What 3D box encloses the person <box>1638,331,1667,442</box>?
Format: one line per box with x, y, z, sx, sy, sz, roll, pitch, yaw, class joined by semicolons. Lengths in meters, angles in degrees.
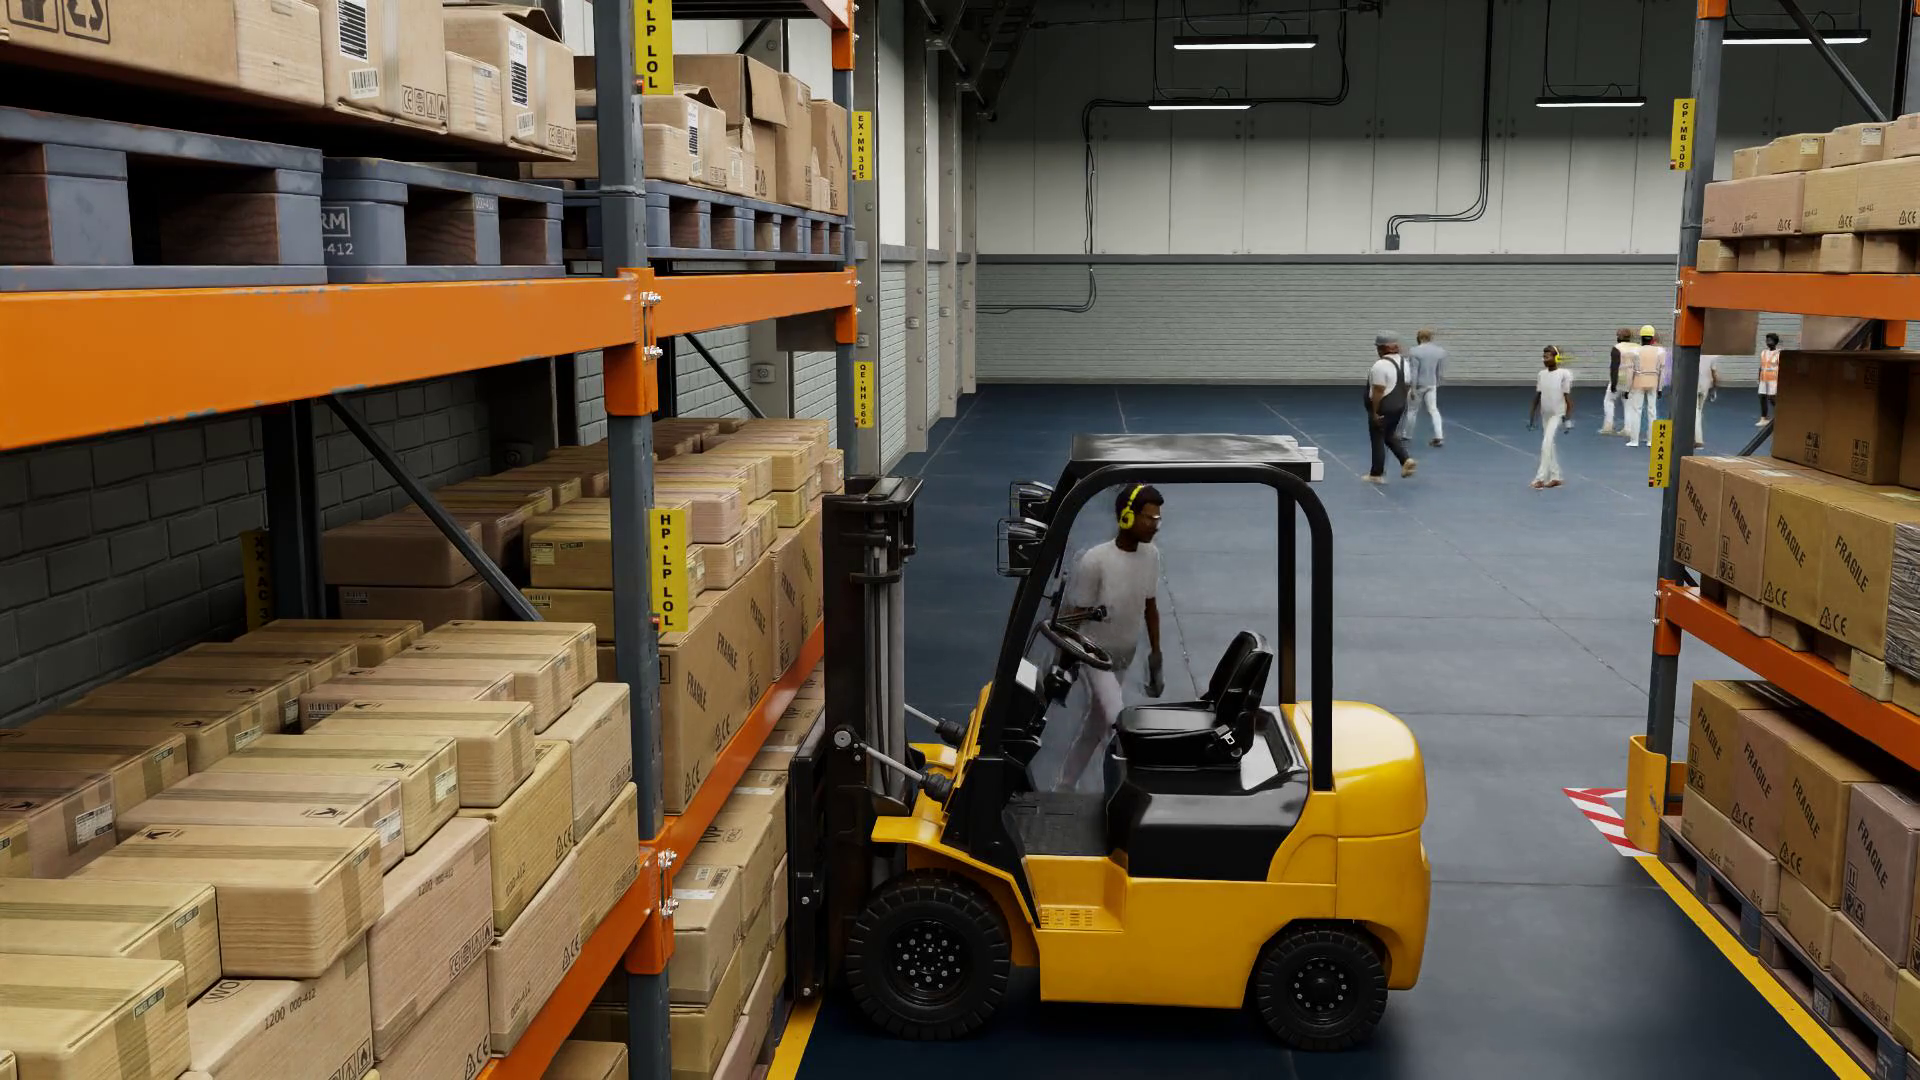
11.160;-2.476;26.905;0.483;1.822;0.596;8;12;41;person

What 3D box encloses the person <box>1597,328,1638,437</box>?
11.092;-2.658;28.014;0.657;1.817;0.740;-4;10;-25;person

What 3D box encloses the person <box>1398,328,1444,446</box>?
7.412;-2.438;26.514;0.649;1.887;1.032;-4;10;-21;person

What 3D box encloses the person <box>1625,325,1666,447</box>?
10.789;-2.417;26.230;0.585;1.928;0.368;1;9;5;person

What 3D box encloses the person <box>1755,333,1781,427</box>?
14.414;-2.841;29.532;0.431;1.679;0.543;-4;10;-22;person

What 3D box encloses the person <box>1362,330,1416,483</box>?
5.611;-1.755;21.878;0.691;2.000;0.640;-8;12;-40;person

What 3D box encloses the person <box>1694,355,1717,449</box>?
11.600;-2.363;26.212;0.489;1.824;0.829;0;9;2;person

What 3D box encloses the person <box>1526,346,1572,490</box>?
7.476;-1.554;21.278;0.838;1.837;0.552;-5;10;-26;person

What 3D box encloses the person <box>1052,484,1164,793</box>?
0.743;0.622;8.181;0.561;1.815;1.001;-9;13;-44;person
